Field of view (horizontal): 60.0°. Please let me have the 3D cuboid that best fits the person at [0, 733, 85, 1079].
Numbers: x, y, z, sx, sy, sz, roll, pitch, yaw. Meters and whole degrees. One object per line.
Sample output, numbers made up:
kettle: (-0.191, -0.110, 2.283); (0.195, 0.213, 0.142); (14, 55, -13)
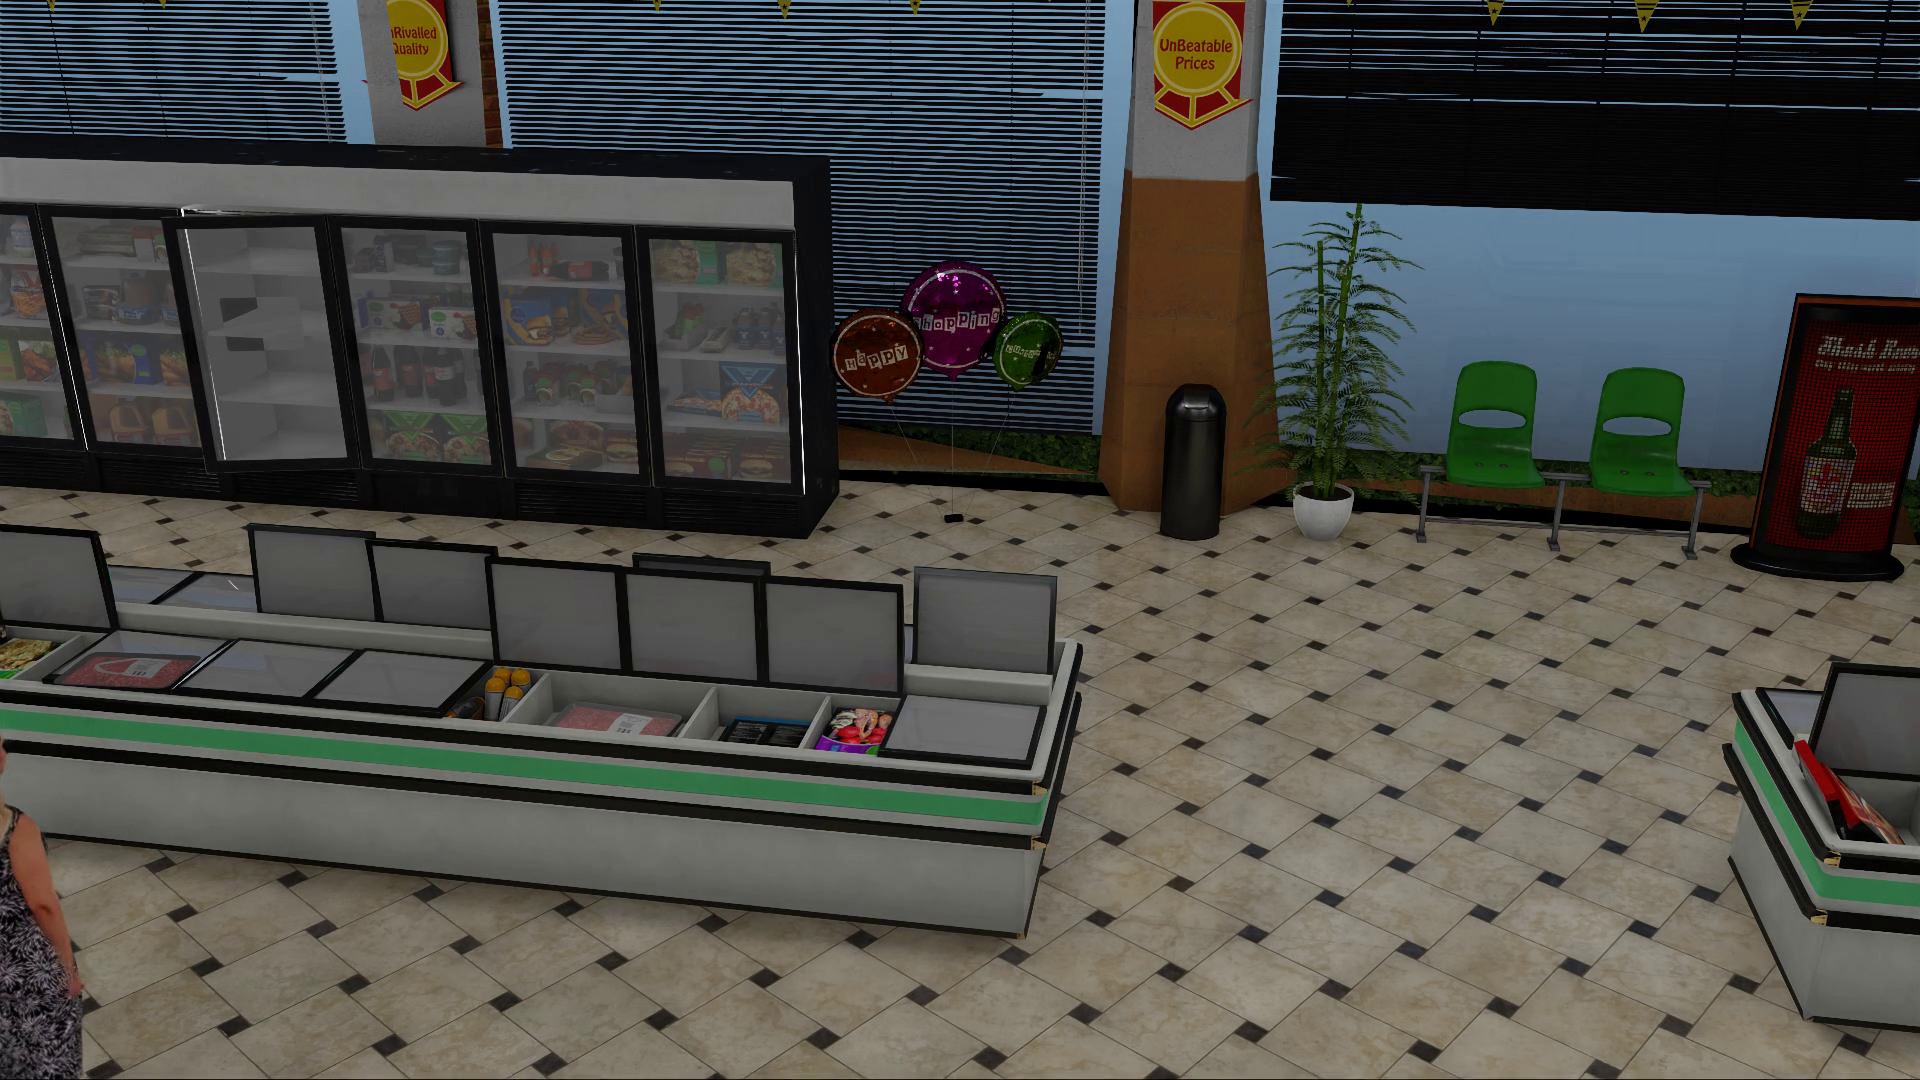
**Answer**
person: (-2.947, 1.335, 5.143); (0.425, 1.699, 0.604); (4, 22, 10)
